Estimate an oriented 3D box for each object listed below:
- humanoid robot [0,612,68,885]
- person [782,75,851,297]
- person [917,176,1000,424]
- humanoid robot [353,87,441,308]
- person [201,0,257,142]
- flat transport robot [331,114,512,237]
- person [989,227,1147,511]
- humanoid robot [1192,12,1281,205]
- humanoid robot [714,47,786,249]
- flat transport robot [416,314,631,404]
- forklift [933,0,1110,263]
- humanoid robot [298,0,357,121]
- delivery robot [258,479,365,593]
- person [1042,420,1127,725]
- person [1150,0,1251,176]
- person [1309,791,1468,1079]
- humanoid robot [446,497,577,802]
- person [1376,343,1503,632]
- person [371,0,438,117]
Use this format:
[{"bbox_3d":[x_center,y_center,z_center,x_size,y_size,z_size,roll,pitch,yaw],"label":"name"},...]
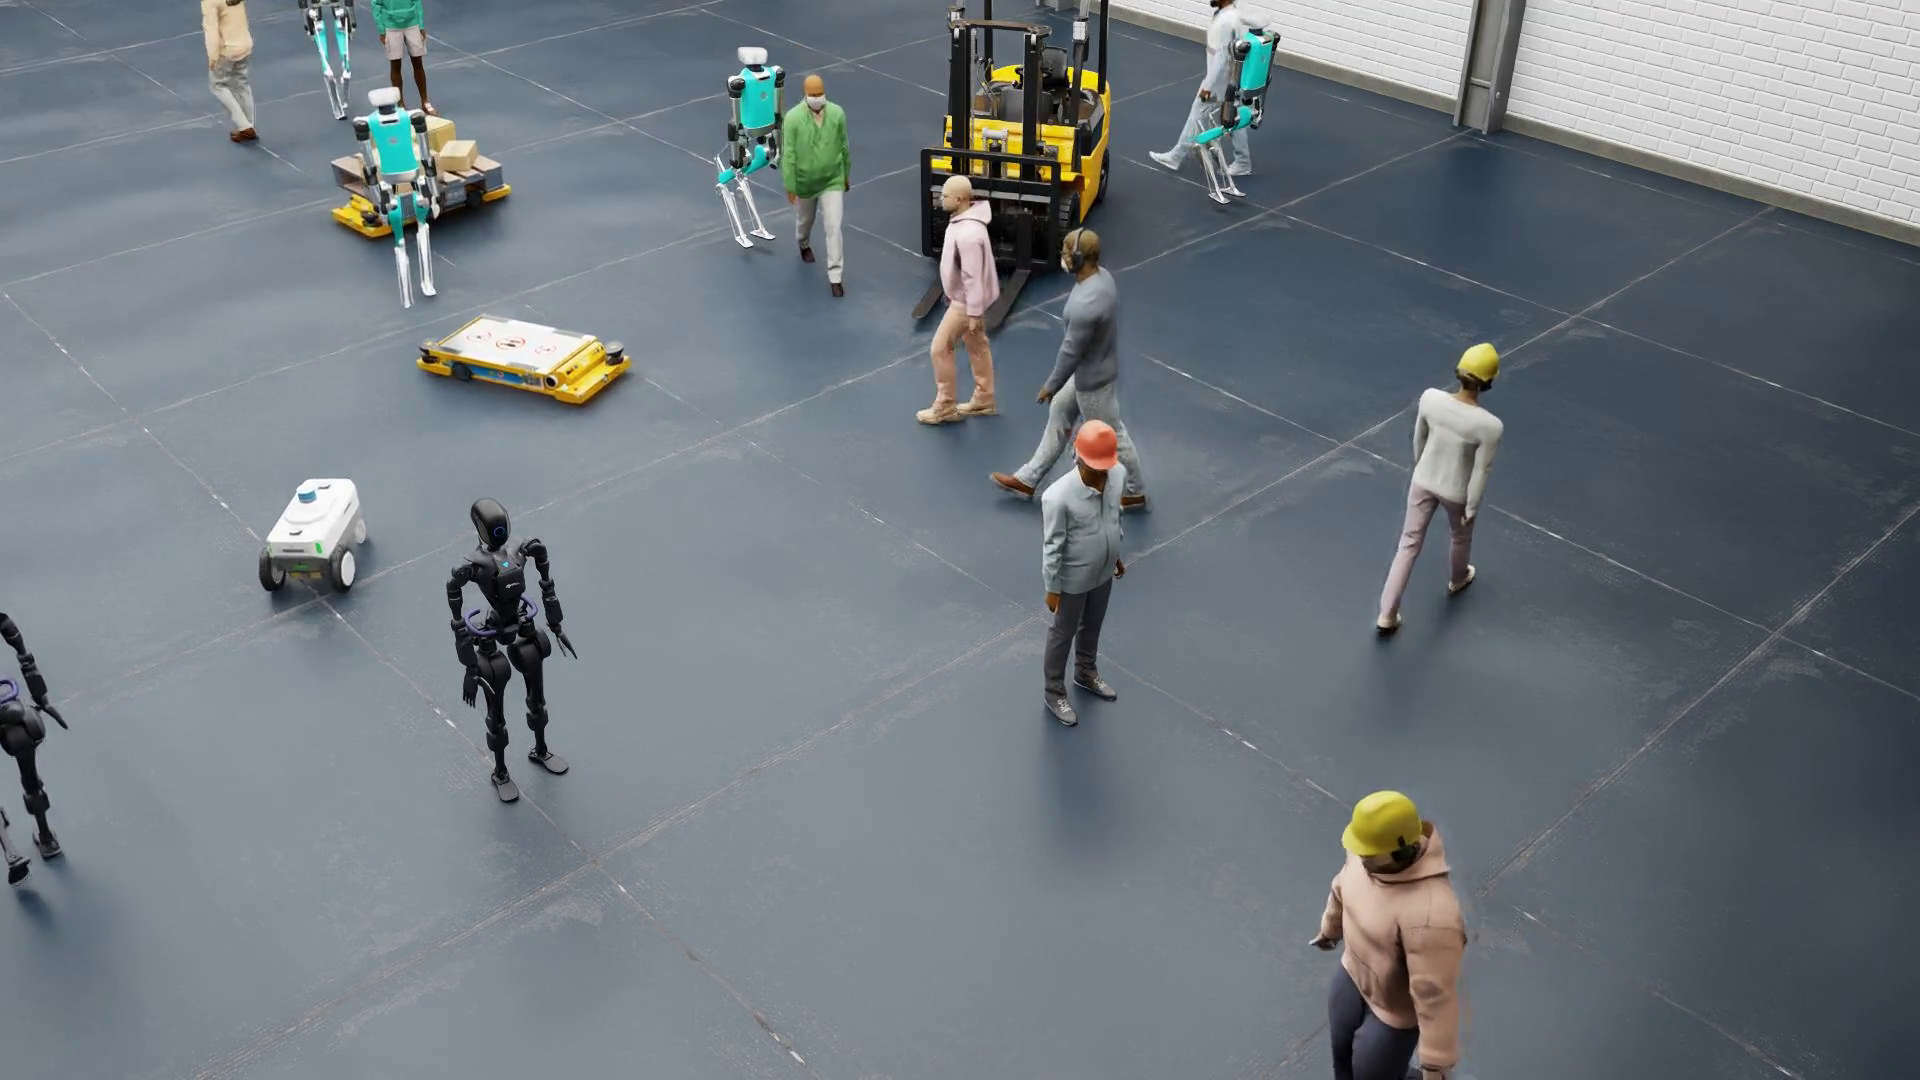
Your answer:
[{"bbox_3d":[-4.424,0.850,7.574,0.590,1.642,0.445,-22,39,-30],"label":"humanoid robot"},{"bbox_3d":[-1.151,-2.906,13.292,0.564,1.736,0.923,-9,34,-13],"label":"person"},{"bbox_3d":[-0.060,-1.614,11.285,0.710,1.757,0.555,-1,33,-1],"label":"person"},{"bbox_3d":[-4.334,-2.681,12.986,0.540,1.845,0.702,-11,35,-16],"label":"humanoid robot"},{"bbox_3d":[-7.019,-4.728,15.981,0.491,1.864,0.592,10,34,14],"label":"person"},{"bbox_3d":[-4.817,-3.071,14.894,0.659,0.231,1.431,27,42,35],"label":"flat transport robot"},{"bbox_3d":[0.728,-1.020,10.268,1.037,1.872,0.616,3,33,5],"label":"person"},{"bbox_3d":[2.347,-3.820,14.576,0.533,1.677,0.735,-27,41,-35],"label":"humanoid robot"},{"bbox_3d":[-1.798,-3.286,13.755,0.533,1.677,0.735,-27,41,-35],"label":"humanoid robot"},{"bbox_3d":[-3.217,-1.341,12.235,1.431,0.231,0.659,13,35,19],"label":"flat transport robot"},{"bbox_3d":[0.570,-3.725,14.138,1.214,2.155,2.313,9,34,13],"label":"forklift"},{"bbox_3d":[-6.341,-5.073,16.710,0.530,1.854,0.809,-7,34,-11],"label":"humanoid robot"},{"bbox_3d":[-3.870,-0.043,9.978,0.499,0.595,0.781,0,33,0],"label":"delivery robot"},{"bbox_3d":[0.659,0.149,8.583,0.571,1.747,0.334,-27,41,-35],"label":"person"},{"bbox_3d":[2.293,-4.241,15.210,0.984,1.869,0.602,0,33,0],"label":"person"},{"bbox_3d":[1.640,1.661,6.181,0.619,1.832,0.836,-9,34,-14],"label":"person"},{"bbox_3d":[-2.179,0.509,8.087,0.599,1.657,0.315,-27,41,-35],"label":"humanoid robot"},{"bbox_3d":[2.717,-0.308,9.318,0.521,1.710,0.951,23,40,31],"label":"person"},{"bbox_3d":[-5.601,-5.149,16.638,0.494,1.850,0.396,-17,37,-24],"label":"person"}]
